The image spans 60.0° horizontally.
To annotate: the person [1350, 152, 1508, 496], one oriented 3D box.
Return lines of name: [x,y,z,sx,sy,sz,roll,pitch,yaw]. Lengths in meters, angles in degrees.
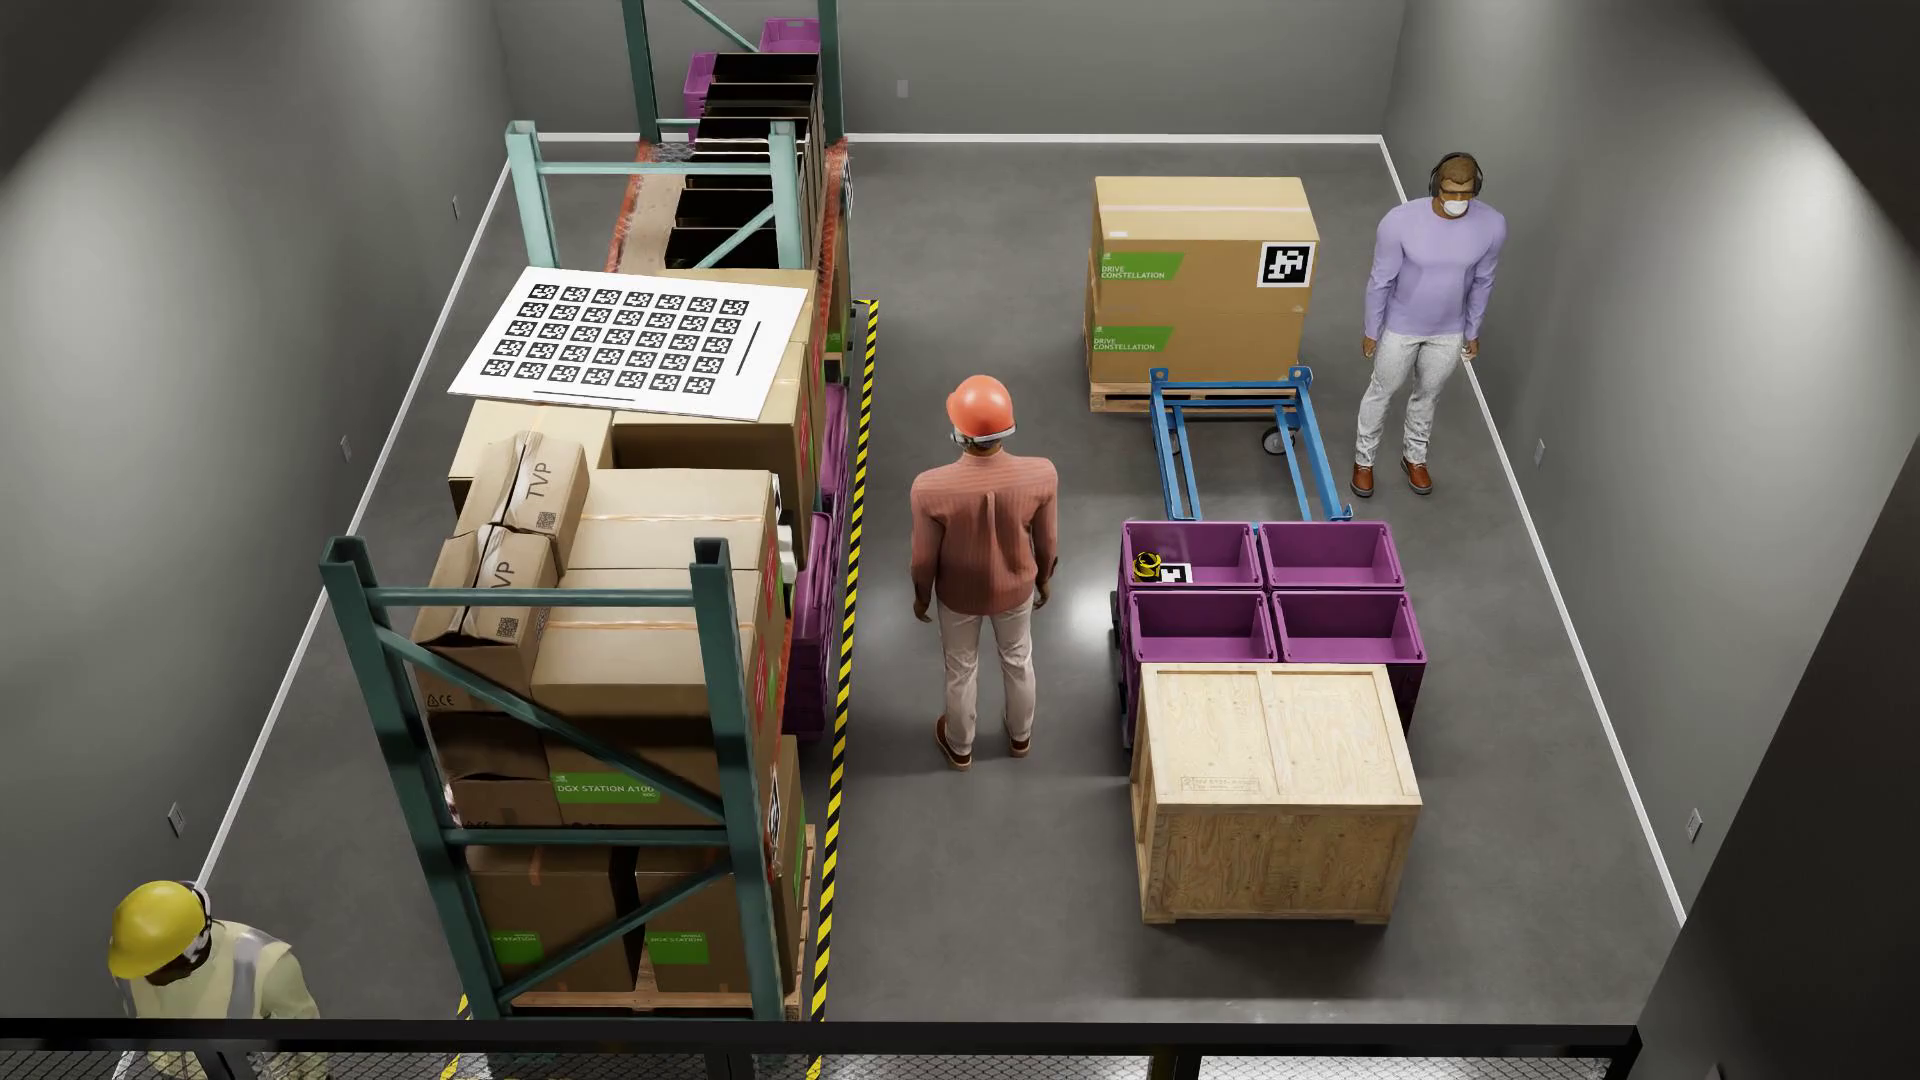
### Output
person: [2.320,-1.063,8.326,0.630,1.940,0.372,-2,41,-2]

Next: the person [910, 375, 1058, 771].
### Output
person: [0.093,0.165,6.882,0.613,1.995,0.386,-8,42,-9]

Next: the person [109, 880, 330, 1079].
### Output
person: [-2.303,1.669,5.296,0.587,1.826,0.404,4,41,5]
